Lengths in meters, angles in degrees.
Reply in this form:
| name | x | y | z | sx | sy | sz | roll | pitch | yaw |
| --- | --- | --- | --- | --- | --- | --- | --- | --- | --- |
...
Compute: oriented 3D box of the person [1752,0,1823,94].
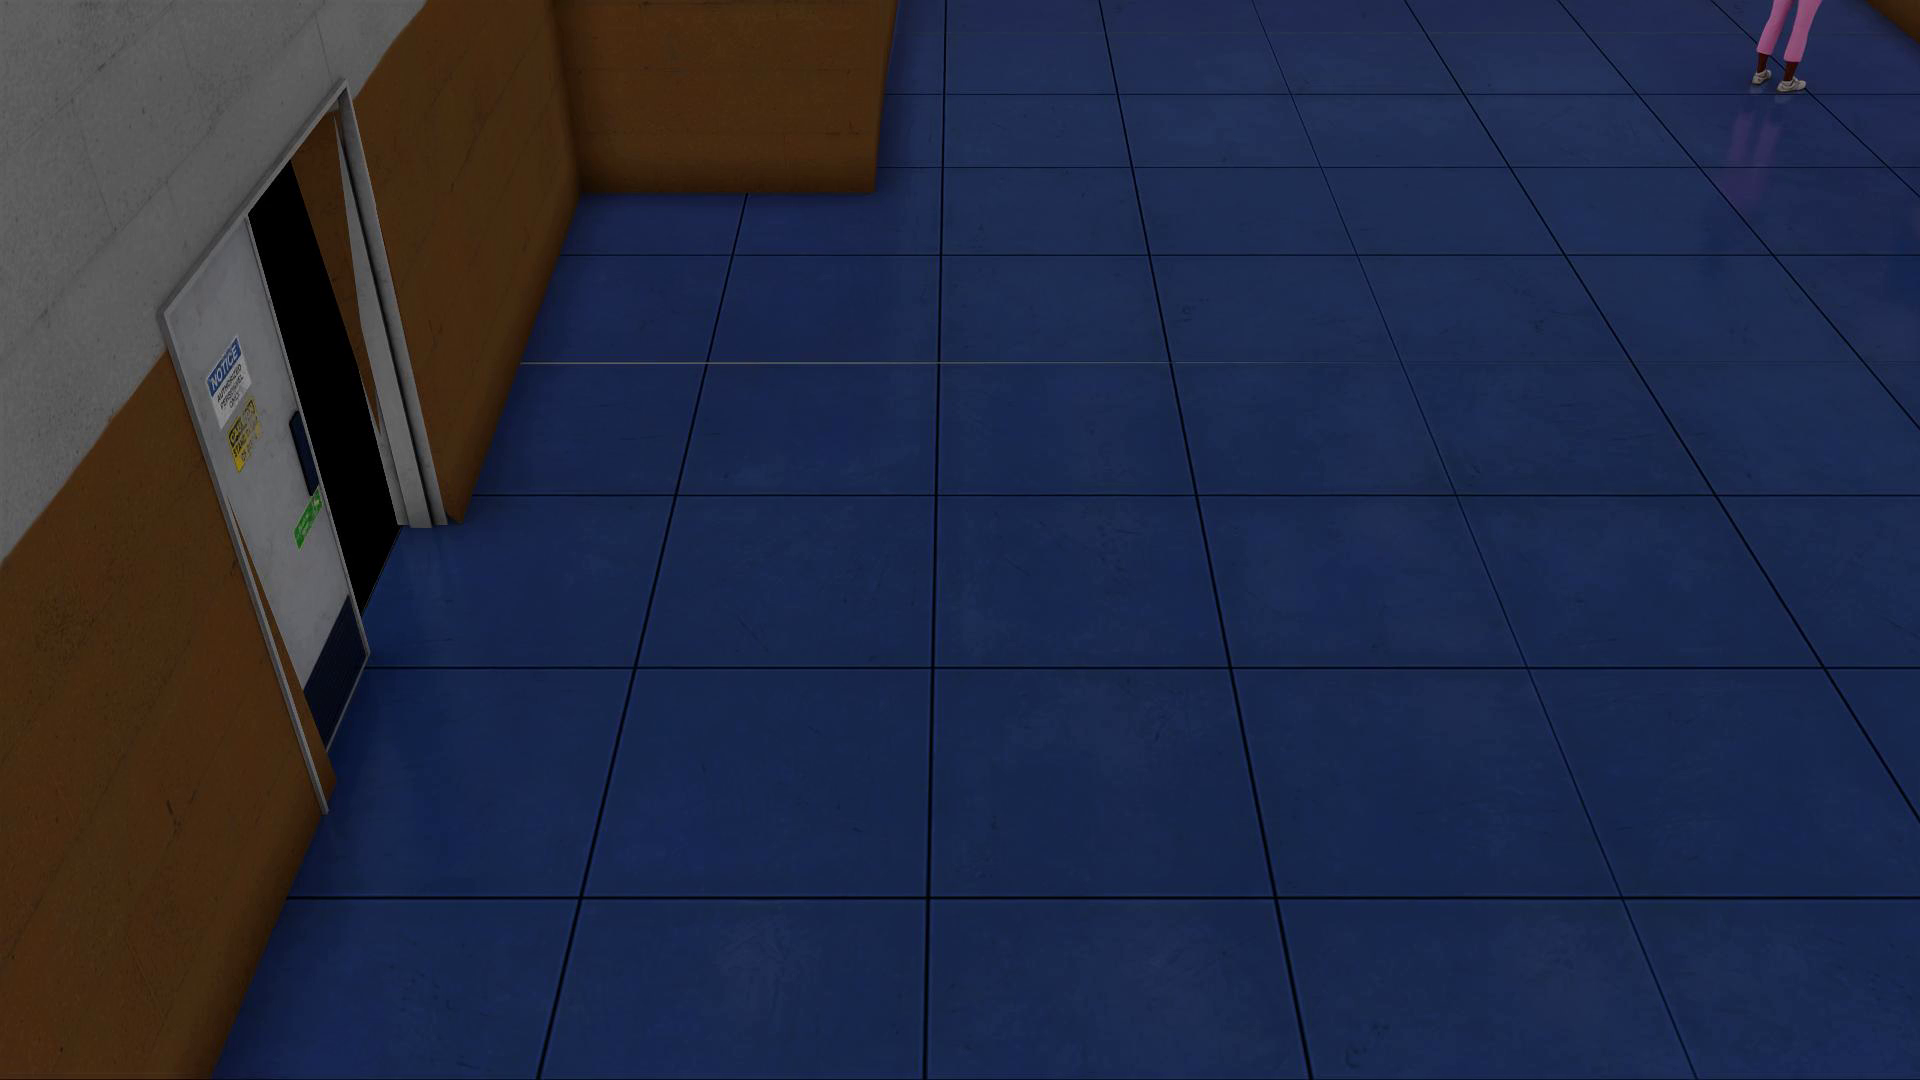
| name | x | y | z | sx | sy | sz | roll | pitch | yaw |
| --- | --- | --- | --- | --- | --- | --- | --- | --- | --- |
| person | 6.301 | -4.234 | 12.402 | 0.690 | 1.740 | 0.658 | -24 | 43 | -28 |
